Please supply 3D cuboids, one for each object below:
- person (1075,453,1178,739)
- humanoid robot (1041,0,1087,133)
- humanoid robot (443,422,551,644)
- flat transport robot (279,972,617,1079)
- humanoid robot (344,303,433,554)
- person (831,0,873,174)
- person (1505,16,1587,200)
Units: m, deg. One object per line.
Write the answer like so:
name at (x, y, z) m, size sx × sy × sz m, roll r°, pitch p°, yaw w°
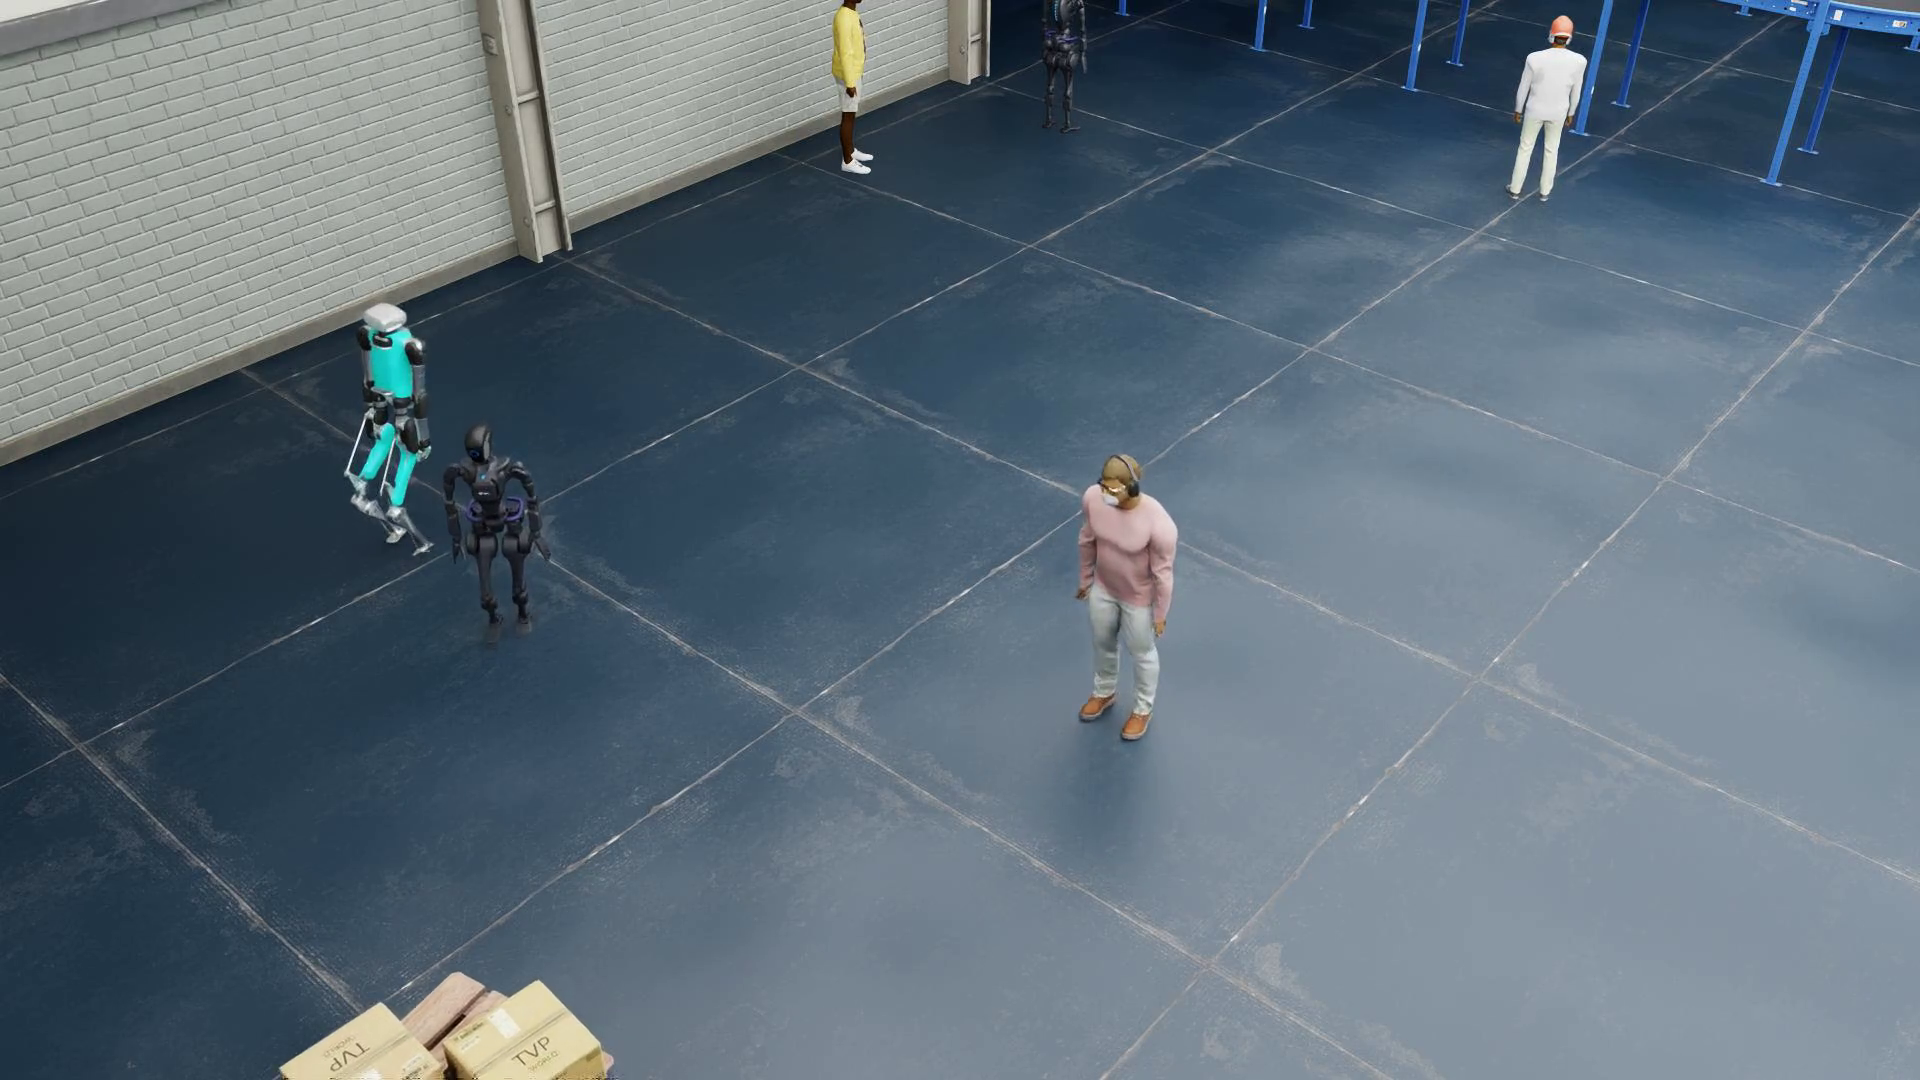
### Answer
person at (0.933, 0.311, 9.532) m, size 0.637 × 1.925 × 0.413 m, roll 29°, pitch 44°, yaw 34°
humanoid robot at (1.061, -5.112, 17.339) m, size 0.599 × 1.657 × 0.315 m, roll 27°, pitch 43°, yaw 32°
humanoid robot at (-2.850, -0.048, 10.253) m, size 0.613 × 1.643 × 0.400 m, roll -3°, pitch 36°, yaw -4°
flat transport robot at (-2.263, 2.761, 7.510) m, size 1.431 × 0.231 × 0.659 m, roll 19°, pitch 40°, yaw 25°
humanoid robot at (-3.833, -0.621, 11.014) m, size 0.534 × 1.798 × 0.796 m, roll 18°, pitch 39°, yaw 23°
person at (-1.074, -4.595, 16.436) m, size 0.375 × 1.900 × 0.544 m, roll 2°, pitch 36°, yaw 3°
person at (5.609, -4.135, 15.929) m, size 0.578 × 1.739 × 0.379 m, roll 5°, pitch 36°, yaw 7°
